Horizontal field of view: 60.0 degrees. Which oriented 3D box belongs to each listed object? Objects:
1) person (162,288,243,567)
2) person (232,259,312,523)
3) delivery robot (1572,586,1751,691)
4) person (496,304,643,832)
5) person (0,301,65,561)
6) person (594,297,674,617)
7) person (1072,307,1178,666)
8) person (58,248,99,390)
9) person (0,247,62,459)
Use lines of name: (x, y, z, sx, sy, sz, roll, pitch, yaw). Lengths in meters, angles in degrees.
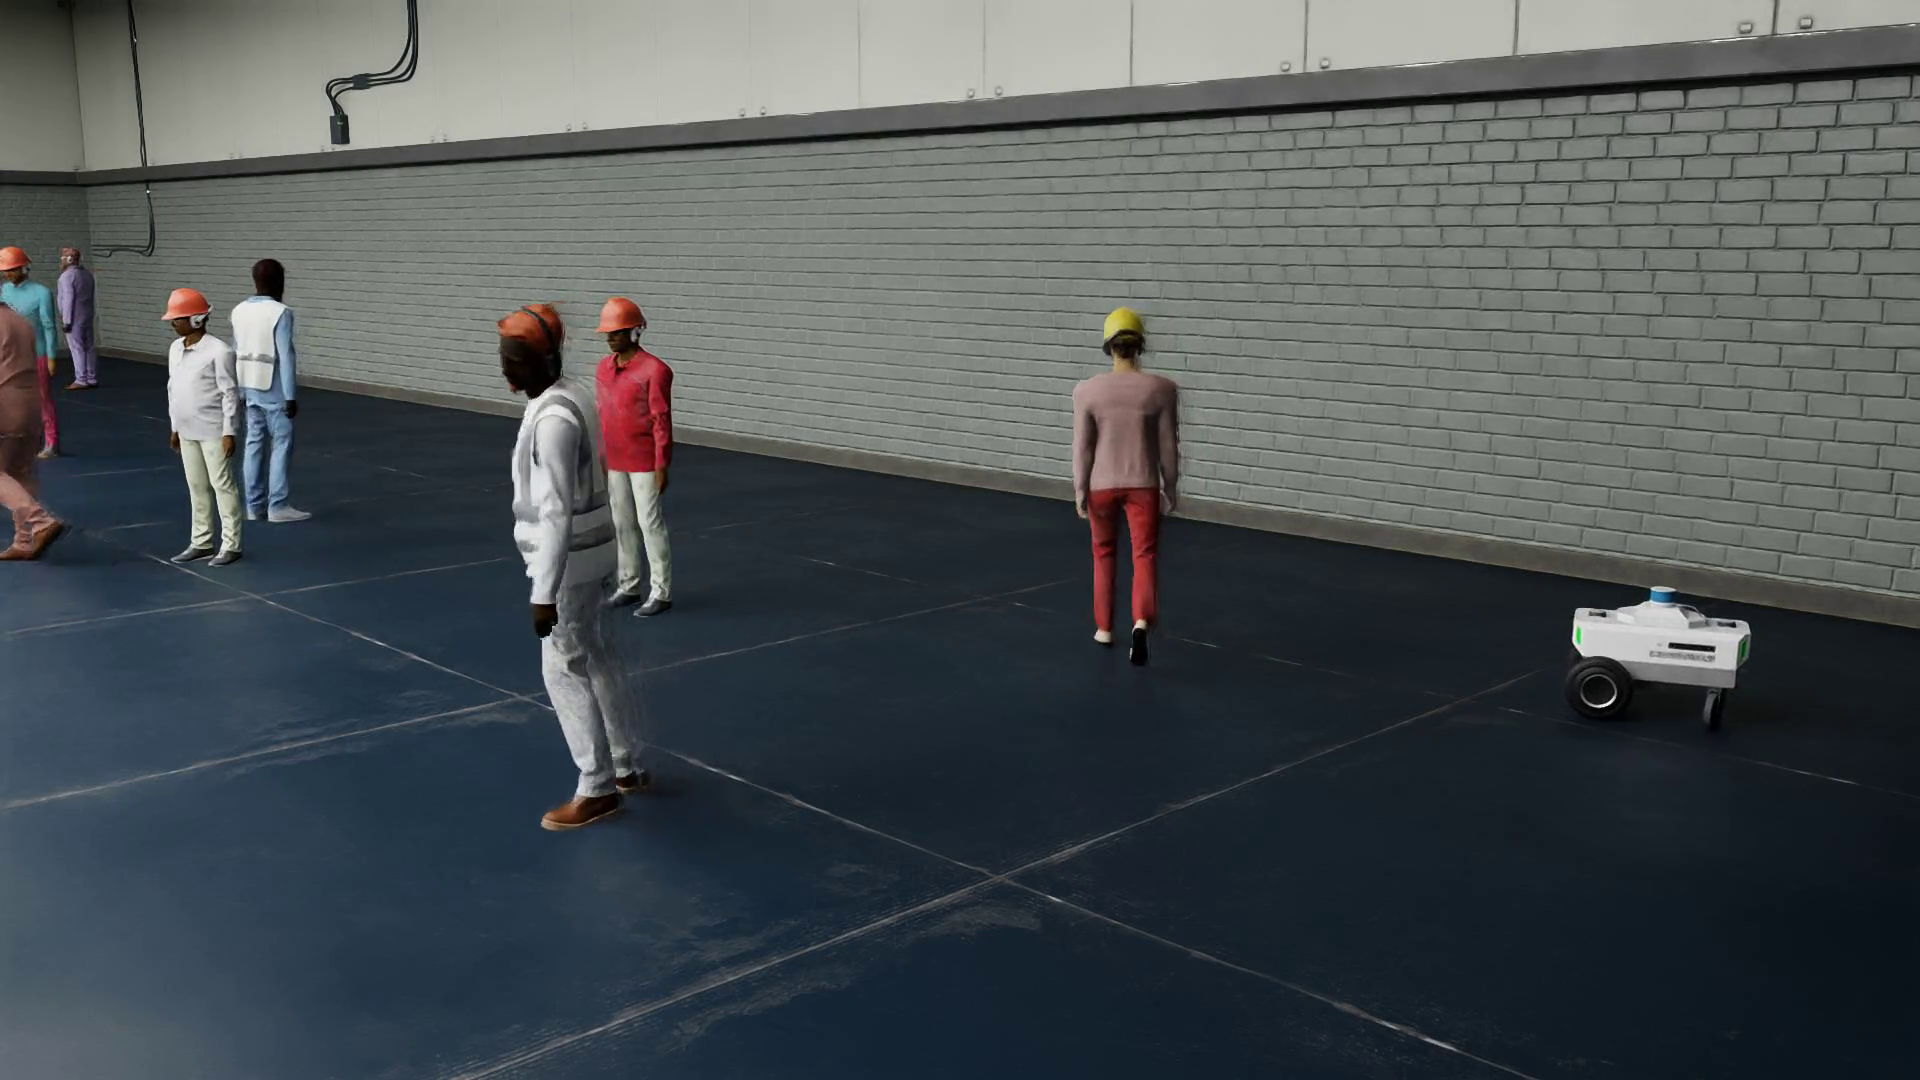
person: (-4.786, -0.703, 10.477, 0.562, 1.745, 0.339, 5, 12, 27)
person: (-5.050, -1.082, 12.117, 0.645, 1.906, 0.400, 6, 12, 30)
delivery robot: (3.036, 0.445, 7.216, 0.707, 0.478, 0.477, 4, 11, 21)
person: (-1.357, 0.093, 5.872, 0.434, 1.847, 0.718, -2, 11, -9)
person: (-6.023, -0.778, 10.548, 0.558, 1.875, 0.677, 0, 10, 2)
person: (-1.813, -0.451, 9.118, 0.571, 1.743, 0.353, 8, 13, 38)
person: (0.807, -0.265, 8.115, 0.524, 1.738, 0.807, 1, 10, 4)
person: (-11.964, -2.990, 22.507, 0.409, 1.908, 0.652, 0, 10, 2)
person: (-8.674, -1.731, 15.476, 0.632, 1.966, 0.463, 2, 11, 13)
